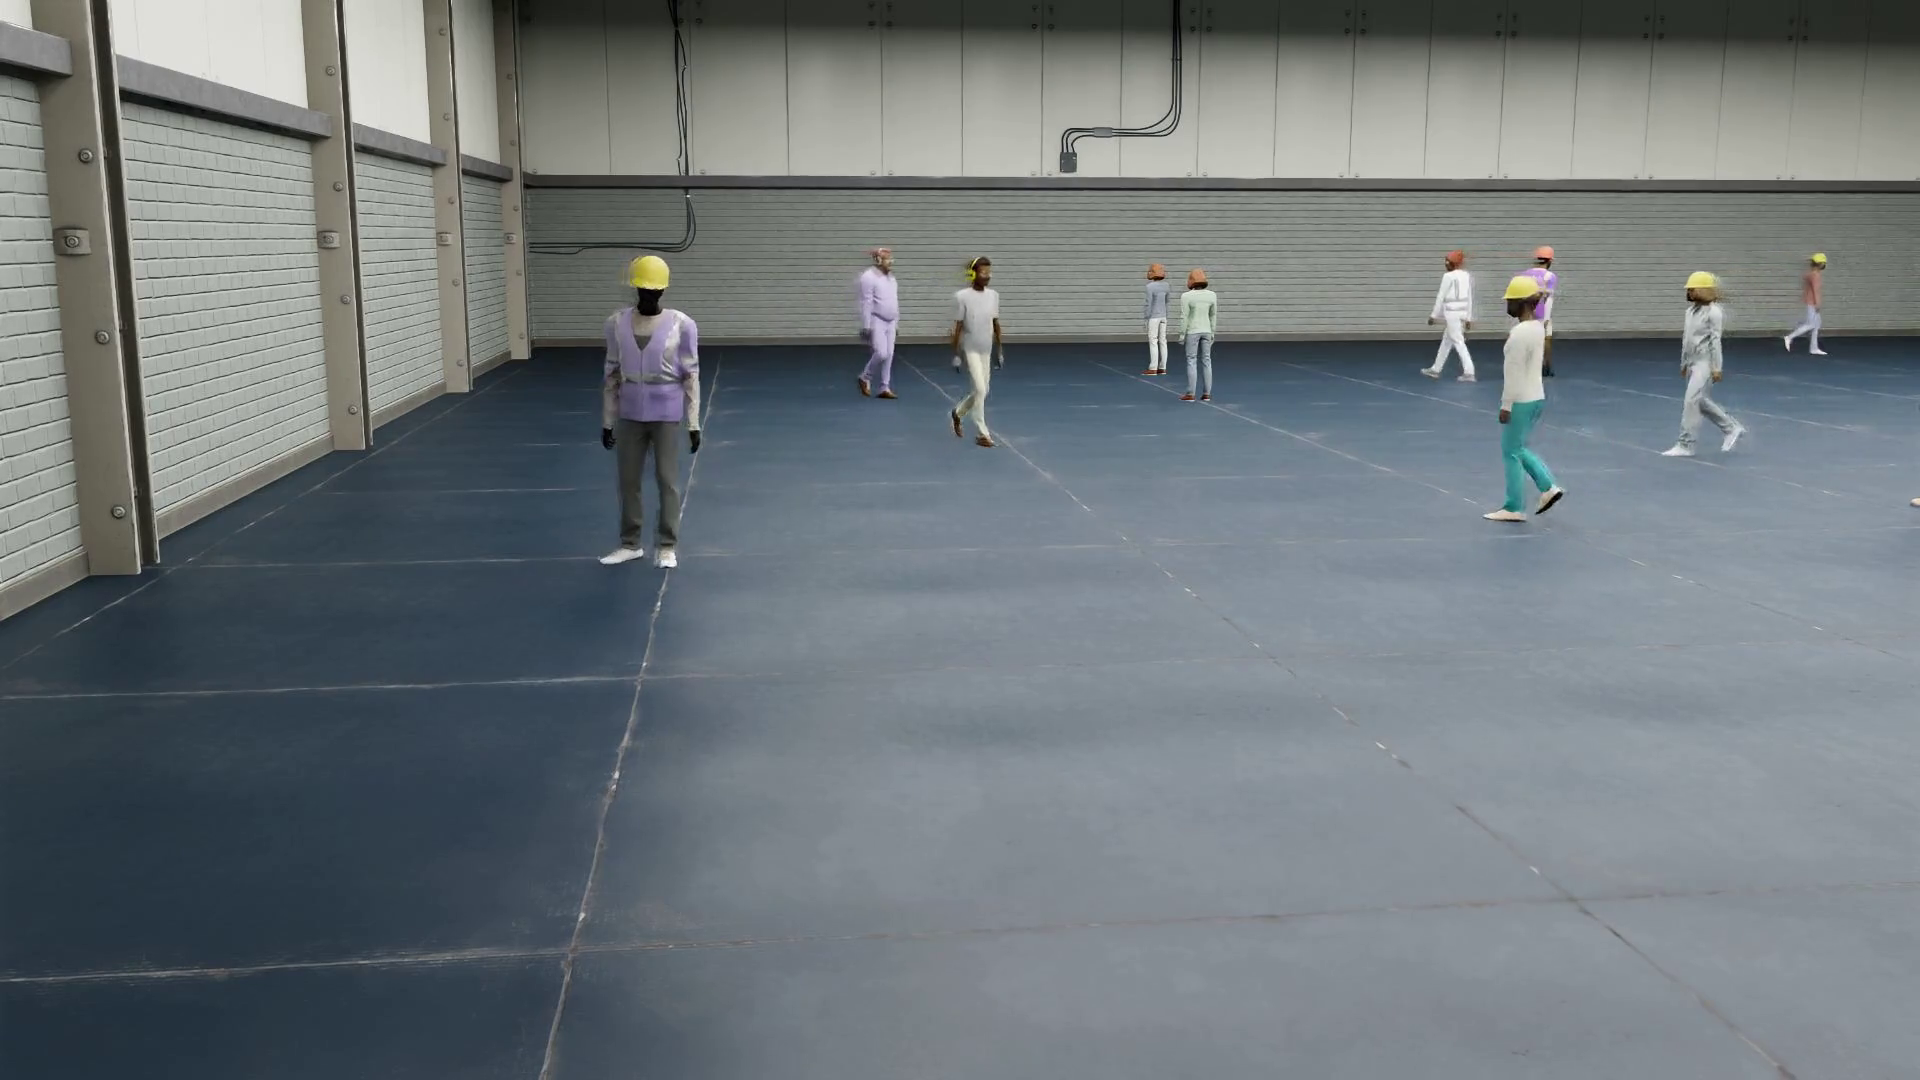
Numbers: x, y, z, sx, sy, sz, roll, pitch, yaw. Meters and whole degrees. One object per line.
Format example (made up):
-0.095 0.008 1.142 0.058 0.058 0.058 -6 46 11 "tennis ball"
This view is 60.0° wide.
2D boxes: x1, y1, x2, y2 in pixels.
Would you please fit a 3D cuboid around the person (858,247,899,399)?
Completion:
-0.975 -2.695 20.750 0.441 1.890 0.672 8 13 36 "person"

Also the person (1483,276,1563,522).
3.992 -0.984 11.770 0.418 1.754 0.526 7 12 34 "person"

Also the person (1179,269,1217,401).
2.931 -2.524 20.528 0.497 1.632 0.289 -4 11 -22 "person"

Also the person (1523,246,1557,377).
8.246 -3.257 23.833 0.945 1.900 0.546 -9 14 -41 "person"

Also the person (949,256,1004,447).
0.137 -1.846 16.262 0.521 1.844 0.800 -8 13 -36 "person"

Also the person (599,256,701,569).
-1.946 -0.767 10.185 0.723 1.902 0.388 2 11 12 "person"

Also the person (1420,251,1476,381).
6.990 -3.173 23.589 0.560 1.830 0.986 -10 14 -43 "person"

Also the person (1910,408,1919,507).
7.379 -1.071 12.386 0.531 1.697 0.322 -4 11 -22 "person"

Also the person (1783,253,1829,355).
14.584 -4.049 28.544 0.648 1.746 0.536 5 11 24 "person"

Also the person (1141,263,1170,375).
2.879 -3.238 24.445 0.499 1.632 0.285 -10 14 -43 "person"

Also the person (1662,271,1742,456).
6.941 -1.631 15.422 0.774 1.718 0.492 -1 10 -7 "person"
